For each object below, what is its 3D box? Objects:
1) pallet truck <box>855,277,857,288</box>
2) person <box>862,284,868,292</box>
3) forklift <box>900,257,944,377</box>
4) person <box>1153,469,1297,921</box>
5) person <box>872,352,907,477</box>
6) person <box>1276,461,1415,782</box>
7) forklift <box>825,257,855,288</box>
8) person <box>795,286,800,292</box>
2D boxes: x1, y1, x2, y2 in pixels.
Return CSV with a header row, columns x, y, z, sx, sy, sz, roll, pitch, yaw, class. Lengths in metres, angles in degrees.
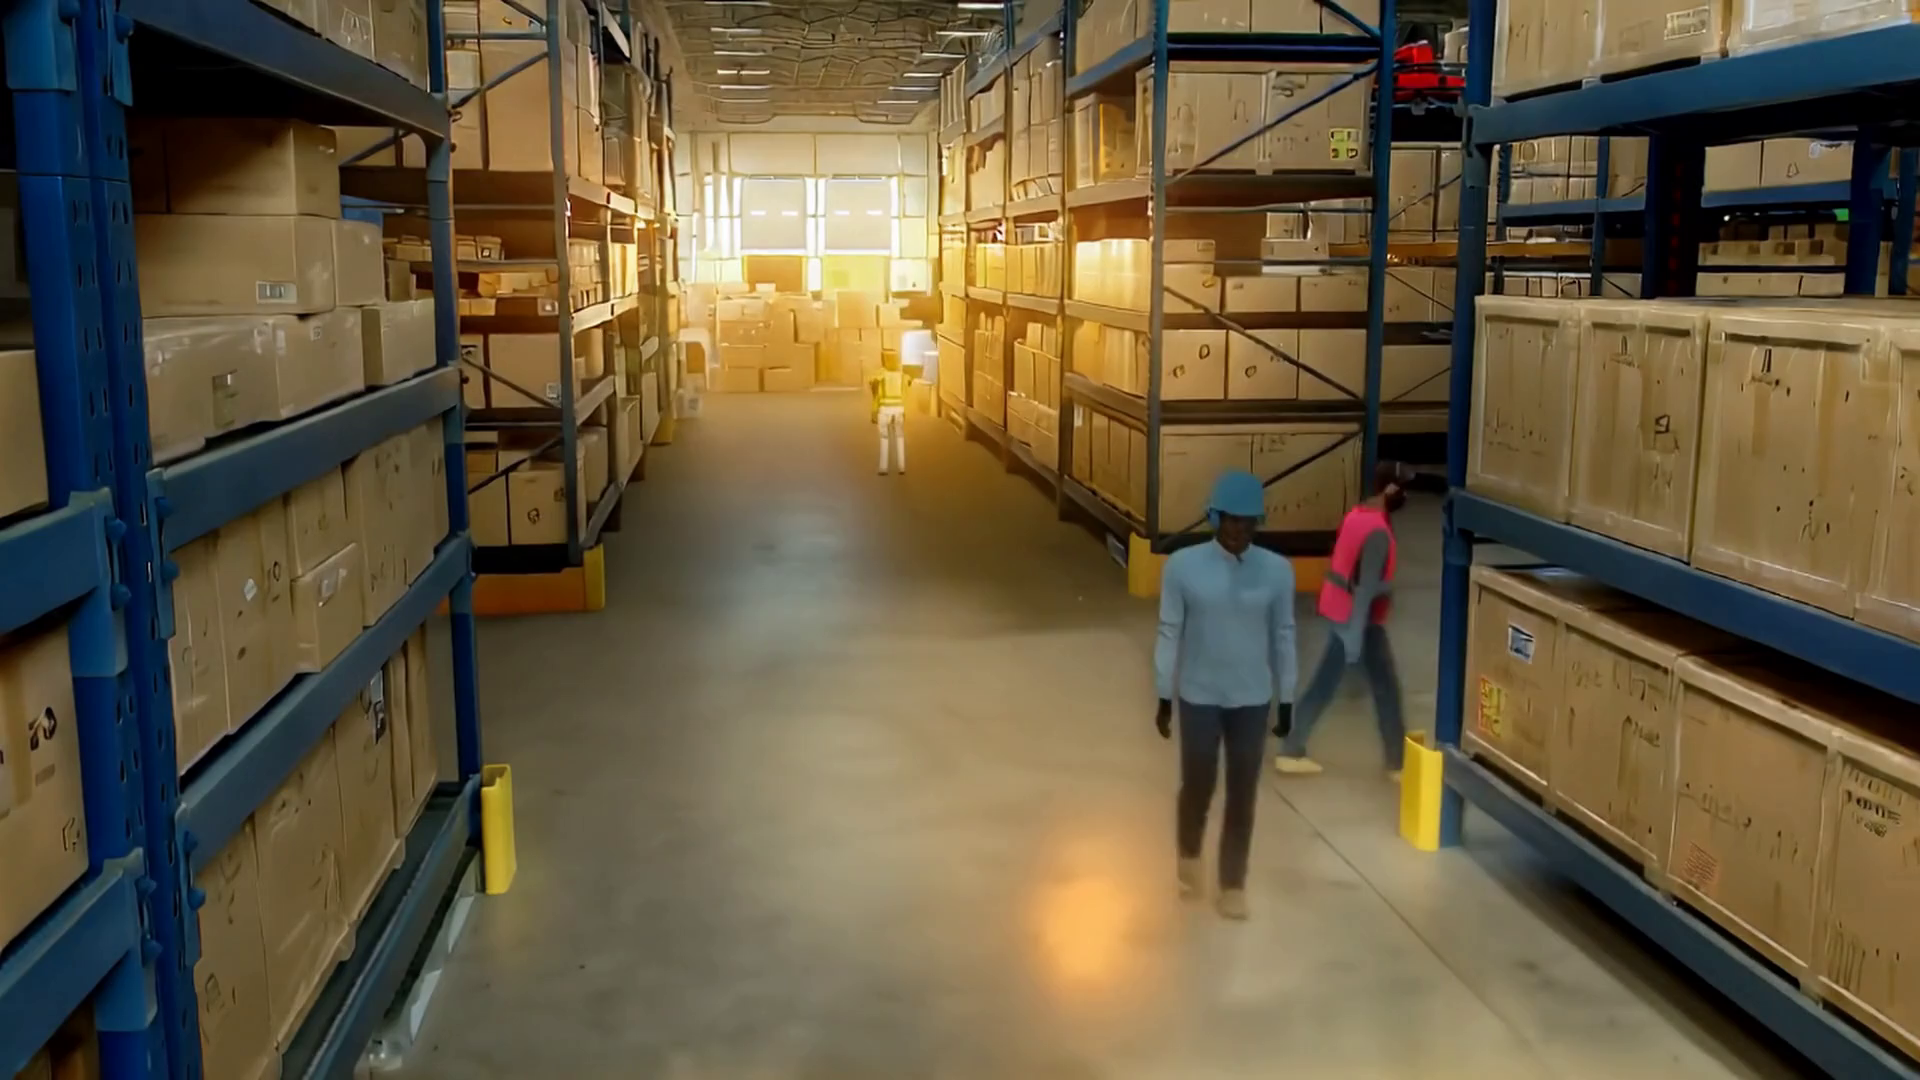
x,y,z,sx,sy,sz,roll,pitch,yaw,class
-3.782,-9.391,65.808,1.885,1.965,0.823,2,10,10,pallet truck
-3.382,-8.248,59.659,0.961,1.818,0.648,-9,13,-43,person
-0.369,-5.230,39.013,1.873,2.768,1.129,5,11,26,forklift
1.162,0.671,7.256,0.639,1.983,0.441,-1,10,-7,person
-0.914,-1.644,21.785,0.511,1.630,0.317,-6,12,-33,person
2.197,0.453,9.121,0.914,1.790,0.604,0,10,-2,person
-3.492,-6.850,48.444,1.129,2.768,1.873,-1,10,-7,forklift
-6.734,-9.831,69.525,0.841,1.595,0.529,-1,10,-8,person
